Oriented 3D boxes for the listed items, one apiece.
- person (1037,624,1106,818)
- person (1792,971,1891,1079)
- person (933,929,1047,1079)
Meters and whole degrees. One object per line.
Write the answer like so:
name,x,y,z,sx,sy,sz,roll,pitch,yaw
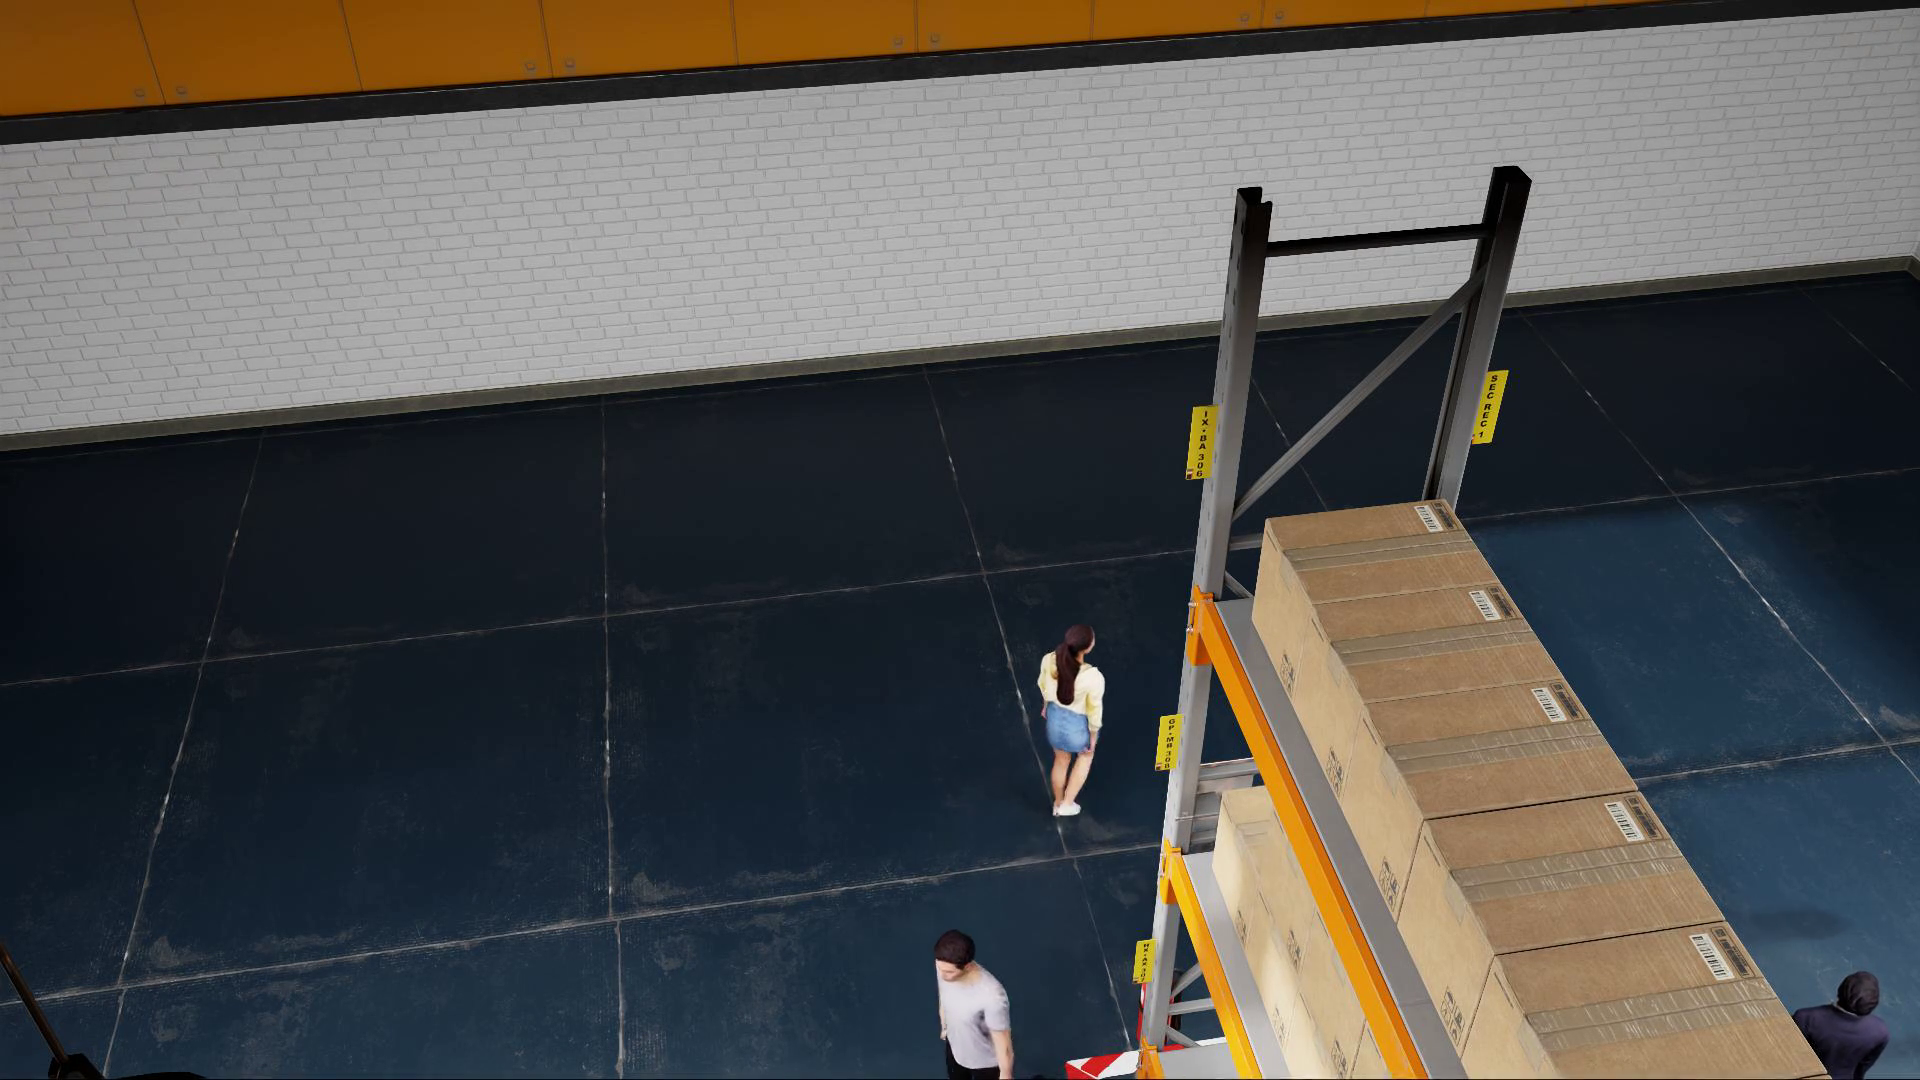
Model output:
person,0.682,1.248,10.840,0.768,1.619,0.807,16,41,19
person,4.487,2.849,8.749,0.692,1.727,0.645,5,39,7
person,0.161,2.667,8.888,1.040,1.838,1.062,31,48,32
